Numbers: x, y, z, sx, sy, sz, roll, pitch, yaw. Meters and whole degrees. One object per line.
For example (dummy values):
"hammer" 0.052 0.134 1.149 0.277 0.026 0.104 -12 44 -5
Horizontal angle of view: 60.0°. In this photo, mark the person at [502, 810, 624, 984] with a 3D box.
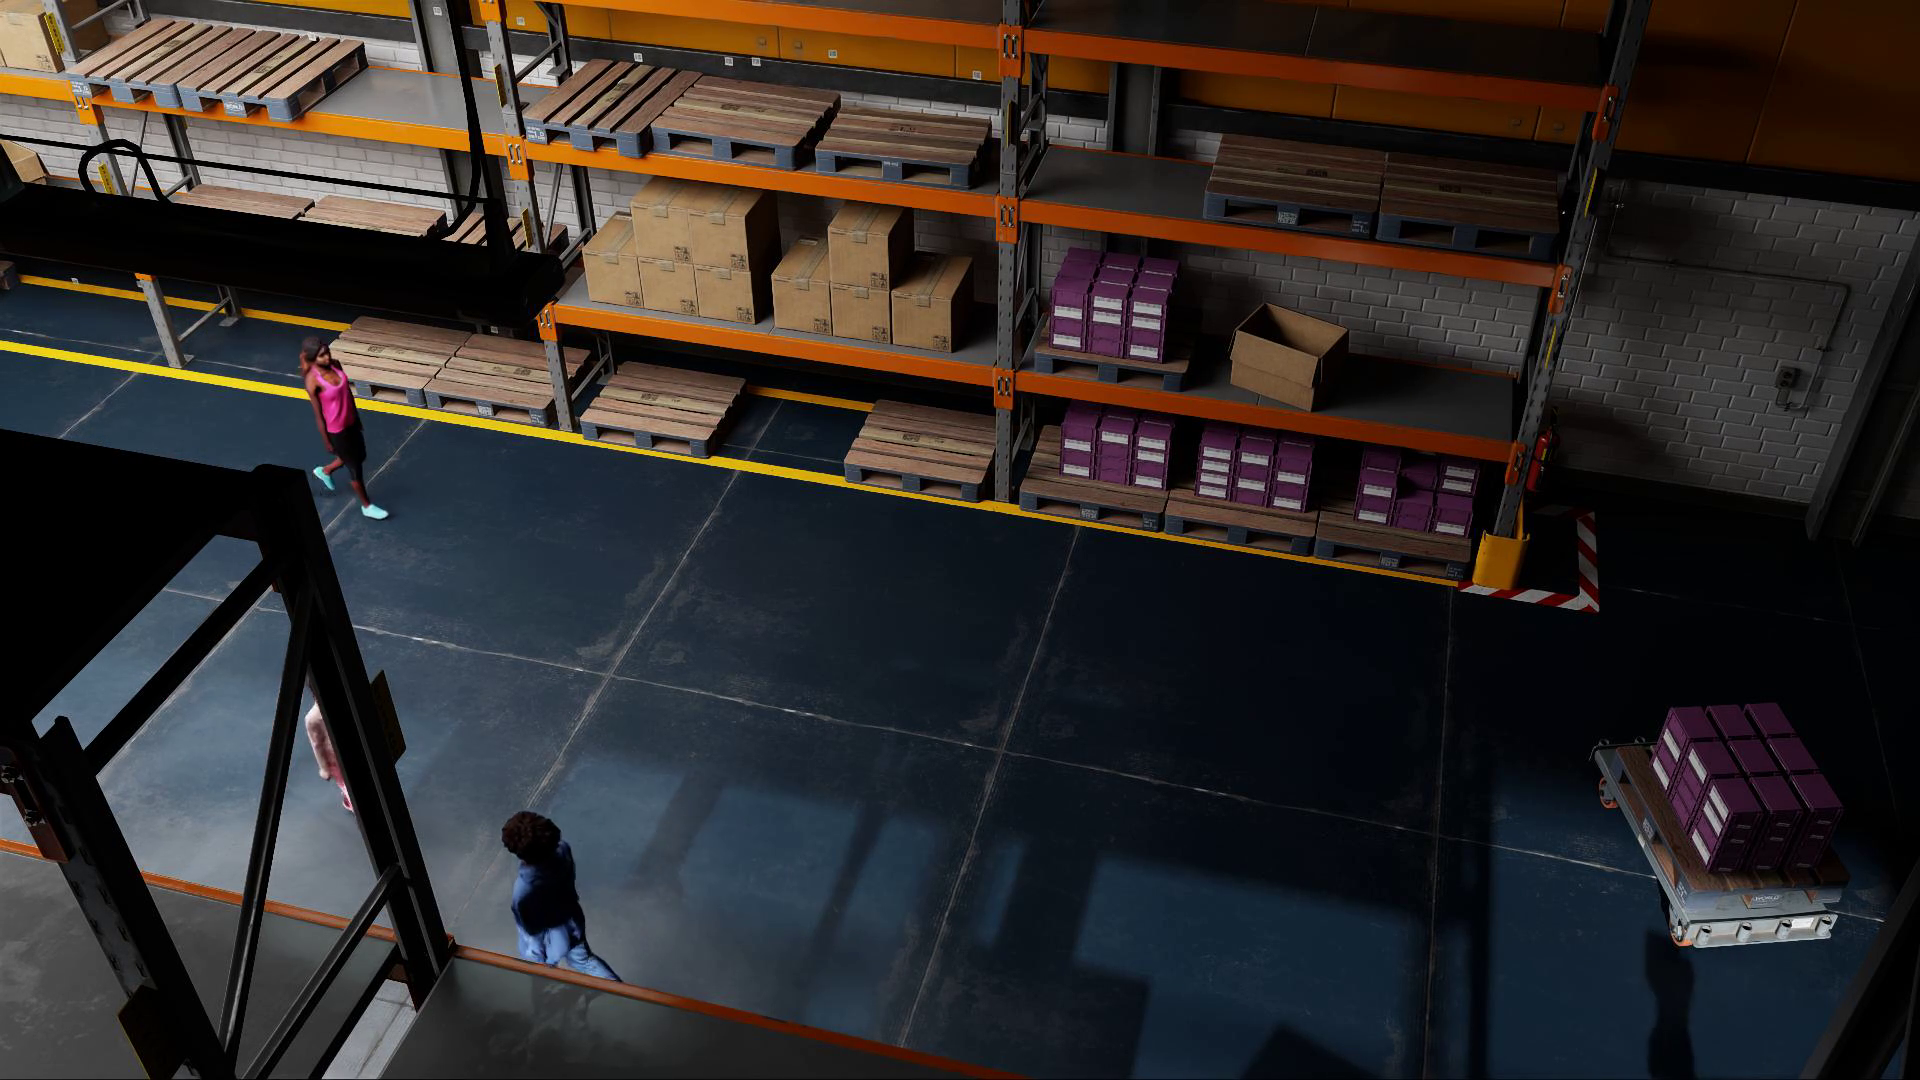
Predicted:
"person" -2.229 2.219 9.392 1.094 1.784 0.749 14 41 17

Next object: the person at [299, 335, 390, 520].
"person" -5.051 -0.925 13.391 0.948 1.706 0.622 14 41 17
